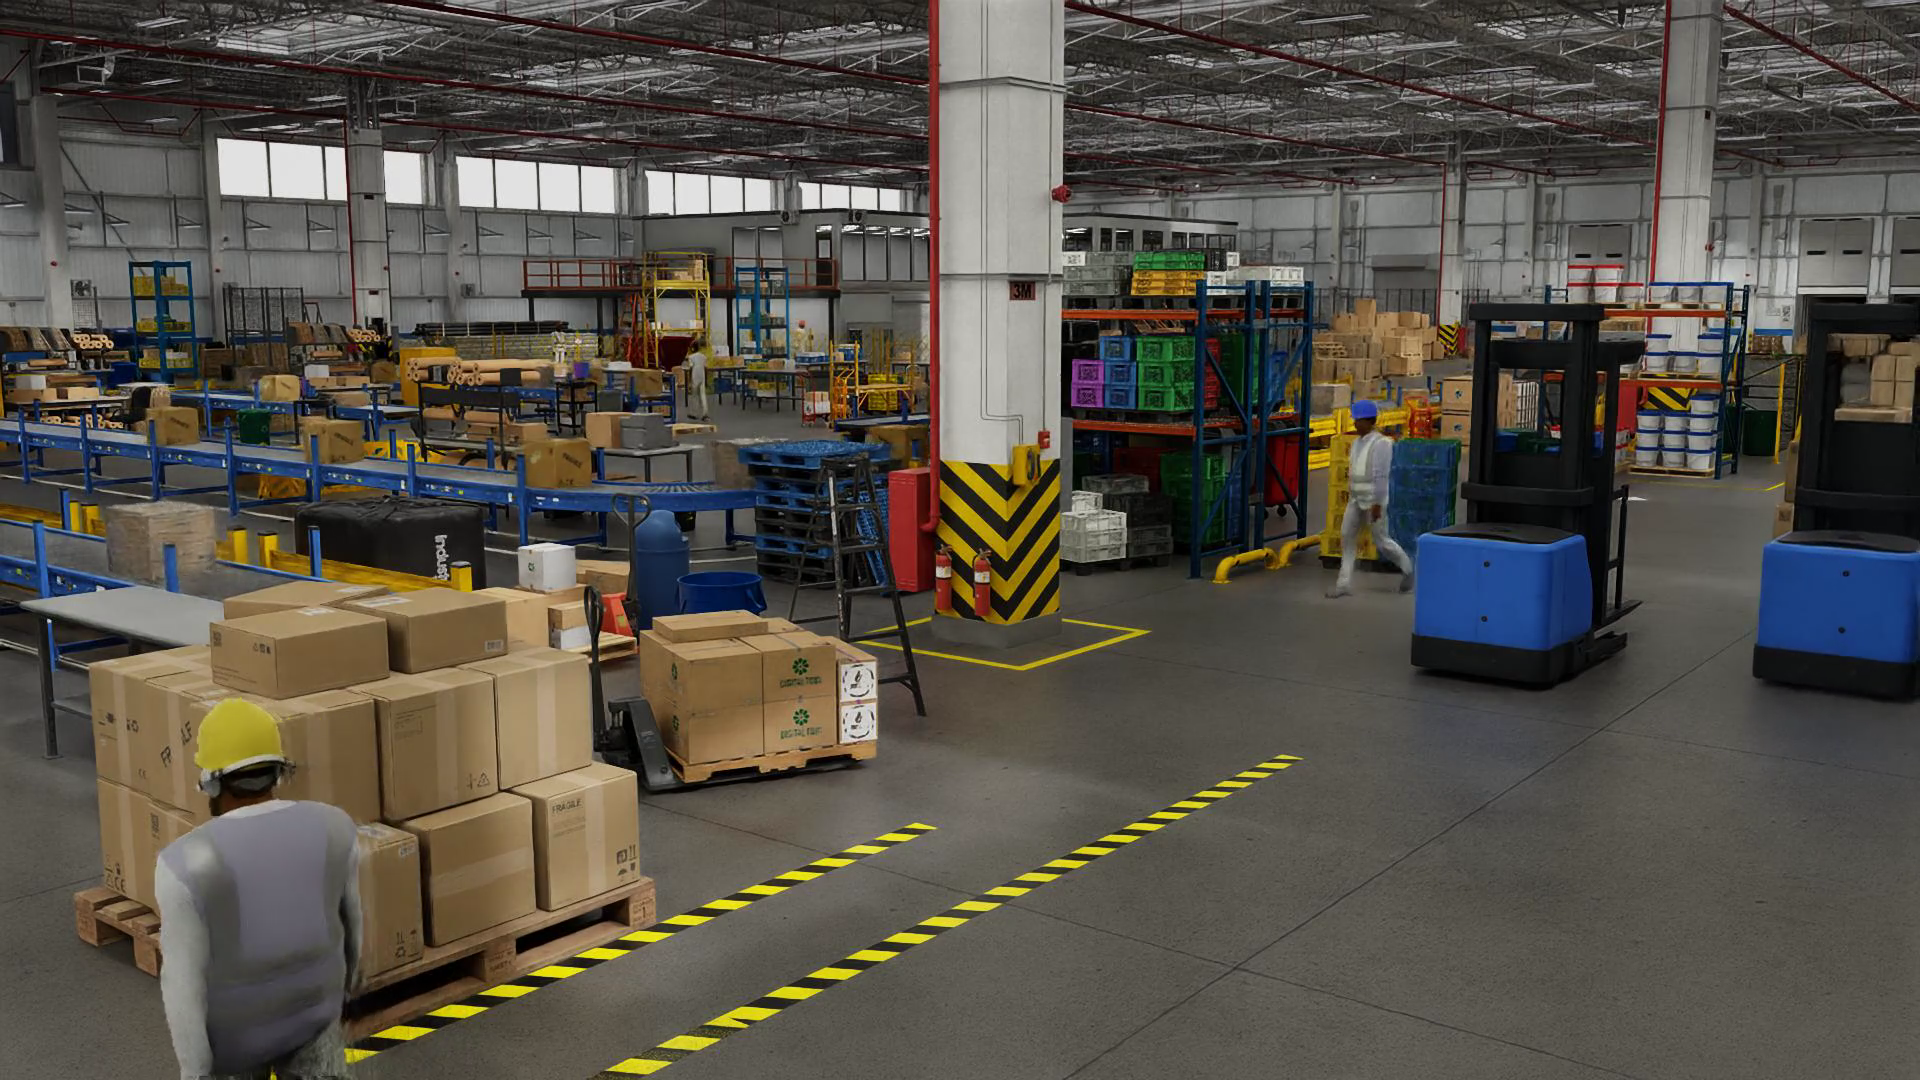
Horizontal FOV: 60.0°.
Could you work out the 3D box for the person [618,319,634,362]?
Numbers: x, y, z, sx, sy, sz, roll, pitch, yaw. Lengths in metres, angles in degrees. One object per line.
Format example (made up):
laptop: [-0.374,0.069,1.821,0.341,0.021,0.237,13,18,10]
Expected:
person: [-13.653,-8.162,68.345,1.032,1.870,0.599,1,9,7]

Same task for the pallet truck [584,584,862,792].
pallet truck: [-1.426,0.805,10.019,1.601,1.201,0.680,-4,9,-26]

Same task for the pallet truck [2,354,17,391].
pallet truck: [-24.881,-4.417,42.634,1.885,1.965,0.823,8,11,41]

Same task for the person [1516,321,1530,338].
person: [25.804,-9.381,76.269,0.608,1.960,1.008,4,9,24]

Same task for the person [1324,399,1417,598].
person: [3.960,-0.392,15.838,0.928,1.908,0.609,-4,9,-23]

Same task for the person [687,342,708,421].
person: [-5.946,-3.601,37.787,0.561,1.807,0.966,-7,11,-38]

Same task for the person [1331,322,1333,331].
person: [18.187,-9.971,80.462,0.565,1.883,1.016,1,8,5]

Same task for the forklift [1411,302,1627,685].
forklift: [4.379,-0.438,12.852,1.129,2.768,1.873,7,11,37]

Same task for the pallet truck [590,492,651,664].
pallet truck: [-3.115,0.344,12.883,0.653,1.274,1.630,7,11,37]

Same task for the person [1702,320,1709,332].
person: [30.932,-8.273,69.280,0.649,1.792,0.940,0,8,-1]

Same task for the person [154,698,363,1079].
person: [-1.947,1.323,4.682,0.945,1.779,0.613,7,11,41]

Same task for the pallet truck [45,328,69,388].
pallet truck: [-23.775,-4.544,43.495,1.885,1.965,0.823,6,10,35]

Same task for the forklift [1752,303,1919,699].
forklift: [6.788,-0.377,12.439,1.129,2.768,1.873,7,11,37]

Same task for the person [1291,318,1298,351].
person: [16.917,-10.400,83.983,0.317,1.696,0.537,7,11,37]

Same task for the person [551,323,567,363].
person: [-13.752,-6.503,57.084,0.353,1.883,0.578,7,11,37]

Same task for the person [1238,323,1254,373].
person: [8.554,-5.578,50.317,0.682,2.000,1.022,-7,11,-39]

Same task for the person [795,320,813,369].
person: [-6.053,-7.515,63.896,0.996,1.883,0.566,4,9,23]

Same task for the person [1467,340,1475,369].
person: [14.393,-4.911,46.217,0.628,1.921,0.519,-5,10,-31]
